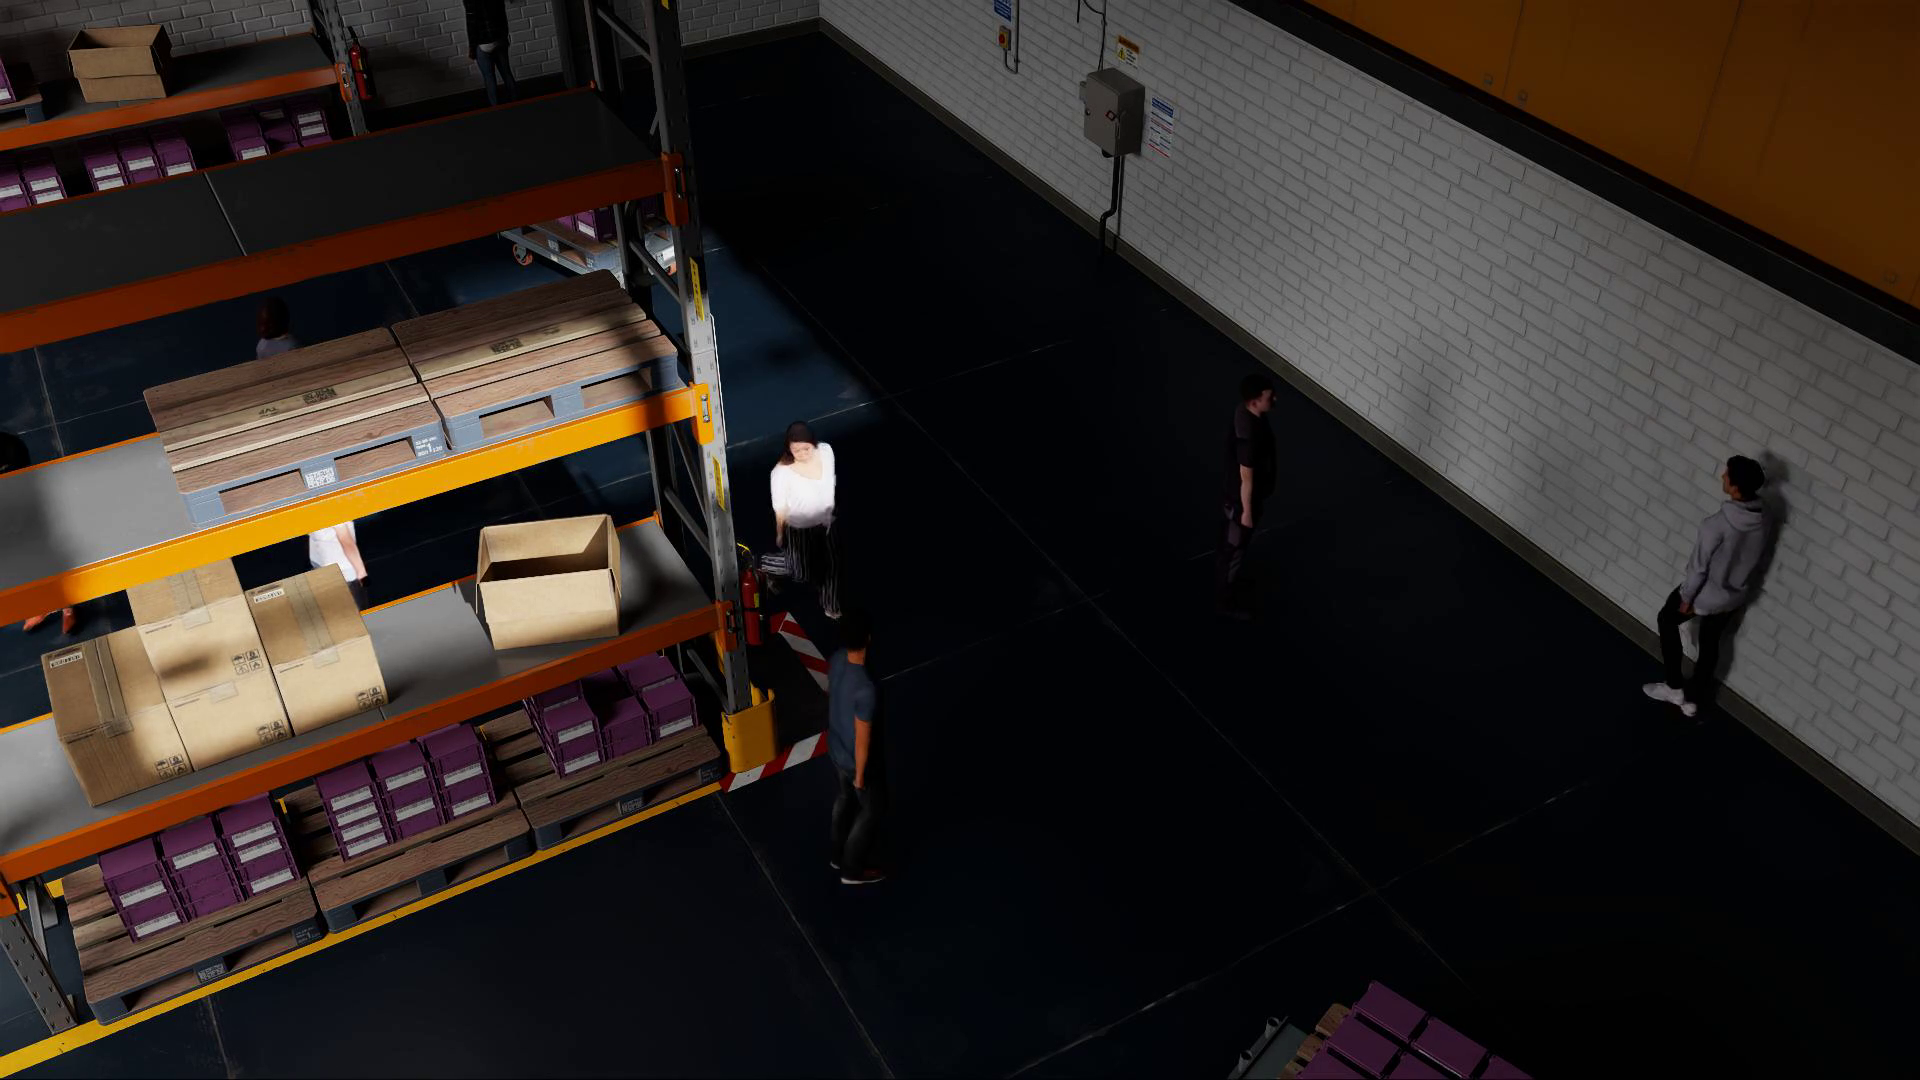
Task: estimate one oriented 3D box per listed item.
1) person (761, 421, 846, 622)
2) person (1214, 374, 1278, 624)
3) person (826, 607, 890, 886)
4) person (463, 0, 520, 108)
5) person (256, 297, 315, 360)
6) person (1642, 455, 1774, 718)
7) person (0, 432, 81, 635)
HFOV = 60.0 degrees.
[{"bbox_3d":[-1.073,-0.147,11.043,0.947,1.652,1.010,26,45,29],"label":"person"},{"bbox_3d":[1.887,-0.315,11.099,0.837,1.845,0.794,7,39,9],"label":"person"},{"bbox_3d":[-0.618,1.200,9.261,0.612,1.771,0.710,-9,40,-12],"label":"person"},{"bbox_3d":[-4.850,-5.161,17.186,0.793,1.821,0.636,26,45,29],"label":"person"},{"bbox_3d":[-4.715,-0.891,11.897,1.029,1.748,1.038,6,39,7],"label":"person"},{"bbox_3d":[4.687,0.365,10.197,0.655,1.907,0.818,-10,40,-13],"label":"person"},{"bbox_3d":[-6.214,-0.149,10.920,0.692,1.809,0.850,-6,39,-7],"label":"person"}]
